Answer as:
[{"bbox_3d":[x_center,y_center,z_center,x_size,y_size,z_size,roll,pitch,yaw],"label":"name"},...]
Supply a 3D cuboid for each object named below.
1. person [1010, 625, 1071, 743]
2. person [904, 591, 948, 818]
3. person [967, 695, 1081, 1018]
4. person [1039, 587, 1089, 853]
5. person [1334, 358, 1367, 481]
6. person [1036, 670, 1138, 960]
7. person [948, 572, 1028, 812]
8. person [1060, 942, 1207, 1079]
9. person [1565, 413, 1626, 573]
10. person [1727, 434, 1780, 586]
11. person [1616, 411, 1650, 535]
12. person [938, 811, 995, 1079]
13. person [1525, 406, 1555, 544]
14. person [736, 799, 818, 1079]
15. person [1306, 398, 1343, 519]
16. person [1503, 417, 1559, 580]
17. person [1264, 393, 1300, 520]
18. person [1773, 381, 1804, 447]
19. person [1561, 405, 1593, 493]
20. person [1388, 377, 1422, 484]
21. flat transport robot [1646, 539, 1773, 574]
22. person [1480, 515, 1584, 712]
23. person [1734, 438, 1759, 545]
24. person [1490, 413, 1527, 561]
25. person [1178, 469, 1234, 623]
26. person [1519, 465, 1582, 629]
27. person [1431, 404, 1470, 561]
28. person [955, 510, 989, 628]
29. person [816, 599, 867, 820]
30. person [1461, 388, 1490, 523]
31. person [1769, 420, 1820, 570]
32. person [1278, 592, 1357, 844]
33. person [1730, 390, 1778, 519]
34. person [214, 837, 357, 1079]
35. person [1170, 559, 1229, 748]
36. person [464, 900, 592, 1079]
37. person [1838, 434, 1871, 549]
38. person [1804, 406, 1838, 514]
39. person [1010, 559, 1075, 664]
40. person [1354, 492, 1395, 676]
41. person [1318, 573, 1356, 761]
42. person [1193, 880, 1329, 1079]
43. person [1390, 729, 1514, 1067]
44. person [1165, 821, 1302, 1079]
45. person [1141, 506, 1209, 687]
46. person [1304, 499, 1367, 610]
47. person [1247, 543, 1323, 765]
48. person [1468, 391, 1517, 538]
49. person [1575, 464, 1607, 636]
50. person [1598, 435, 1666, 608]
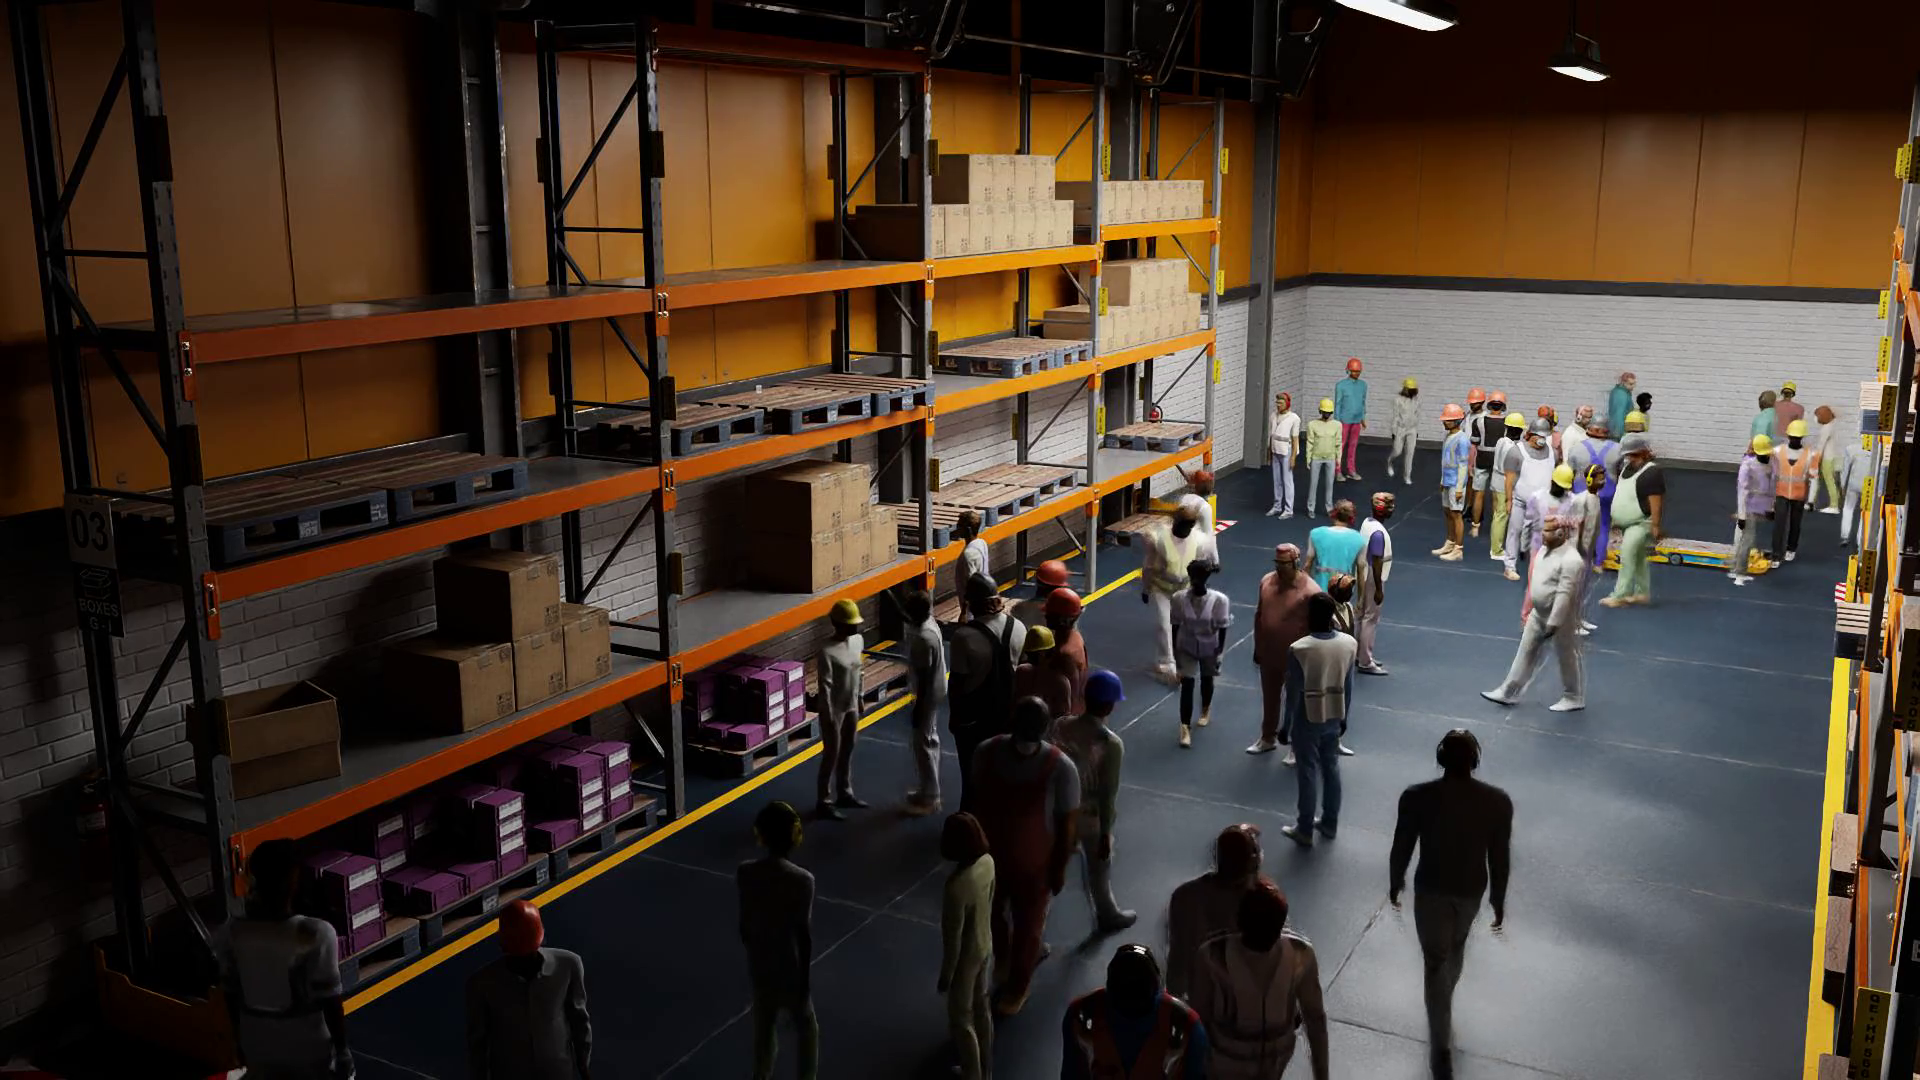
[{"bbox_3d":[0.571,1.476,12.123,0.524,1.769,0.309,11,16,40],"label":"person"},{"bbox_3d":[-0.273,1.258,13.006,0.357,1.815,0.578,1,13,5],"label":"person"},{"bbox_3d":[0.336,1.845,9.848,0.713,2.000,0.558,6,14,23],"label":"person"},{"bbox_3d":[0.761,1.320,12.295,0.373,1.997,0.615,1,13,4],"label":"person"},{"bbox_3d":[6.336,-1.951,26.949,0.612,1.994,0.395,-6,14,-24],"label":"person"},{"bbox_3d":[0.750,1.746,10.673,1.025,1.884,0.705,-12,17,-43],"label":"person"},{"bbox_3d":[0.163,1.223,12.635,0.681,2.000,0.535,-9,15,-34],"label":"person"},{"bbox_3d":[0.724,2.568,7.096,0.623,1.835,0.431,2,13,11],"label":"person"},{"bbox_3d":[7.930,-0.607,20.827,0.712,2.000,0.577,4,13,18],"label":"person"},{"bbox_3d":[9.624,-0.378,20.185,0.628,1.878,0.531,-7,14,-28],"label":"person"},{"bbox_3d":[9.200,-0.904,22.844,0.485,1.737,0.320,-5,13,-21],"label":"person"},{"bbox_3d":[0.030,2.246,8.977,0.271,1.633,0.506,6,14,26],"label":"person"},{"bbox_3d":[7.792,-0.875,22.402,0.370,1.879,0.585,-2,13,-10],"label":"person"},{"bbox_3d":[-0.928,2.249,8.546,0.548,1.812,0.750,6,14,26],"label":"person"},{"bbox_3d":[5.244,-1.169,23.979,0.525,1.761,0.340,0,13,0],"label":"person"},{"bbox_3d":[7.022,-0.510,20.393,0.680,2.000,0.535,-1,13,-6],"label":"person"},{"bbox_3d":[4.683,-1.222,24.035,0.392,1.838,0.561,-7,14,-28],"label":"person"},{"bbox_3d":[12.804,-1.590,25.882,0.532,1.755,0.341,6,14,26],"label":"person"},{"bbox_3d":[8.317,-0.876,22.367,0.400,1.896,0.656,12,17,43],"label":"person"},{"bbox_3d":[7.158,-1.788,26.819,0.495,1.724,0.593,-2,13,-9],"label":"person"},{"bbox_3d":[9.569,0.186,21.272,1.431,0.197,0.652,8,15,33],"label":"flat transport robot"},{"bbox_3d":[5.372,0.699,15.384,0.951,1.866,0.647,-3,13,-13],"label":"person"},{"bbox_3d":[10.138,-0.512,21.325,0.321,1.631,0.527,1,13,6],"label":"person"},{"bbox_3d":[7.064,-0.686,21.464,0.393,1.918,0.585,2,13,11],"label":"person"},{"bbox_3d":[2.639,0.151,17.873,0.932,1.845,0.592,-4,13,-19],"label":"person"},{"bbox_3d":[6.373,0.112,18.001,0.621,1.865,0.914,5,14,21],"label":"person"},{"bbox_3d":[6.332,-0.745,21.470,0.415,2.035,0.609,-1,13,-5],"label":"person"},{"bbox_3d":[0.099,0.624,15.756,0.346,1.846,0.505,3,13,14],"label":"person"},{"bbox_3d":[-0.907,1.301,12.932,0.389,1.748,0.530,9,16,35],"label":"person"},{"bbox_3d":[7.355,-1.212,23.792,0.386,1.930,0.547,-6,14,-24],"label":"person"},{"bbox_3d":[10.582,-0.601,21.172,0.592,1.891,0.967,8,15,31],"label":"person"},{"bbox_3d":[2.680,1.328,12.438,0.589,1.920,0.396,-6,14,-26],"label":"person"},{"bbox_3d":[11.398,-1.202,23.822,0.452,1.900,0.657,8,15,33],"label":"person"},{"bbox_3d":[-3.148,2.334,7.846,0.632,1.954,0.419,2,13,8],"label":"person"},{"bbox_3d":[2.117,0.946,14.757,0.520,1.650,0.887,2,13,11],"label":"person"},{"bbox_3d":[-1.985,2.473,7.719,0.575,1.739,0.348,-6,14,-25],"label":"person"},{"bbox_3d":[12.034,-0.753,22.161,0.582,1.734,0.515,6,14,25],"label":"person"},{"bbox_3d":[12.615,-1.184,24.393,0.687,1.595,0.525,6,14,24],"label":"person"},{"bbox_3d":[0.650,1.092,13.501,0.584,1.913,0.410,4,13,18],"label":"person"},{"bbox_3d":[4.125,0.422,16.661,0.373,1.843,0.571,1,13,5],"label":"person"},{"bbox_3d":[3.188,1.081,14.197,0.313,1.634,0.514,11,17,41],"label":"person"},{"bbox_3d":[1.379,2.422,7.754,0.600,1.841,0.998,-2,13,-9],"label":"person"},{"bbox_3d":[2.795,1.998,9.510,0.645,1.896,1.005,1,13,6],"label":"person"},{"bbox_3d":[1.317,2.301,8.180,0.659,1.889,0.460,10,16,39],"label":"person"},{"bbox_3d":[2.122,0.530,16.356,0.636,1.770,0.970,-2,13,-11],"label":"person"},{"bbox_3d":[3.663,0.508,16.320,0.585,1.824,0.457,3,13,15],"label":"person"},{"bbox_3d":[2.750,0.952,14.157,0.403,1.904,0.651,-12,17,-42],"label":"person"},{"bbox_3d":[7.266,-1.027,22.736,0.619,2.029,0.410,3,13,14],"label":"person"},{"bbox_3d":[6.820,0.090,18.094,0.310,1.868,0.534,9,16,36],"label":"person"},{"bbox_3d":[7.689,-0.241,19.186,0.842,2.000,0.702,-1,13,-4],"label":"person"}]
